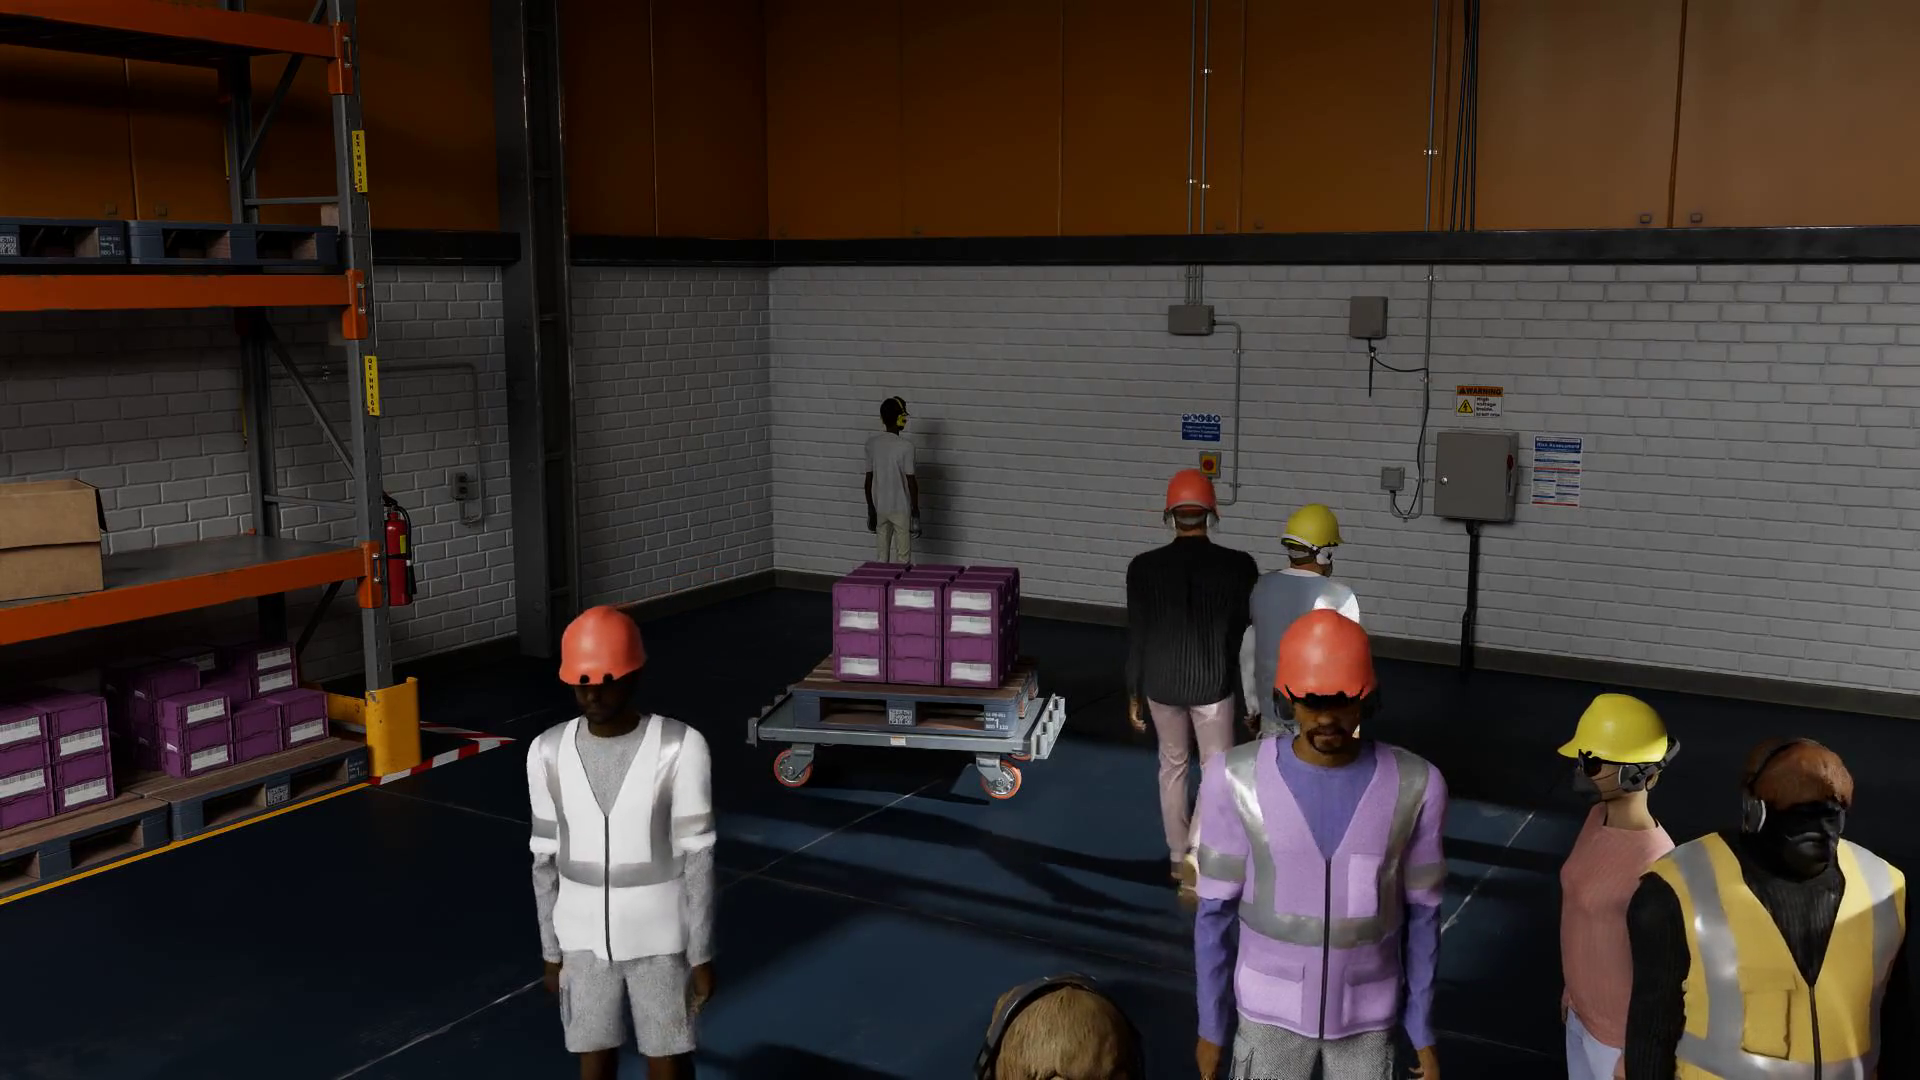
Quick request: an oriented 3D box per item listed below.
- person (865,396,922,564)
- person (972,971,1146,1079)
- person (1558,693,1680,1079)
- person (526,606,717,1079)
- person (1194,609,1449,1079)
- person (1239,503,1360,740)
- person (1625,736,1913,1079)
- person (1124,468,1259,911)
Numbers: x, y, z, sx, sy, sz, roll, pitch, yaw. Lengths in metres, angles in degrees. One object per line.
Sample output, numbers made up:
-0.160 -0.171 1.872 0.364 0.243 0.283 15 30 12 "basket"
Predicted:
-0.521 -0.203 13.219 0.514 1.873 0.329 6 11 32 "person"
0.119 1.512 2.301 0.629 1.940 0.379 -5 10 -29 "person"
1.694 1.268 4.367 0.312 1.768 0.522 0 9 2 "person"
-0.961 1.117 4.811 0.556 1.926 0.632 1 9 5 "person"
0.889 1.171 4.141 0.612 2.035 0.421 1 9 7 "person"
1.532 0.748 7.403 0.600 1.830 0.403 9 13 43 "person"
1.823 1.331 3.772 0.626 1.836 0.430 0 9 1 "person"
1.040 0.666 7.499 0.621 1.973 0.831 3 9 16 "person"
